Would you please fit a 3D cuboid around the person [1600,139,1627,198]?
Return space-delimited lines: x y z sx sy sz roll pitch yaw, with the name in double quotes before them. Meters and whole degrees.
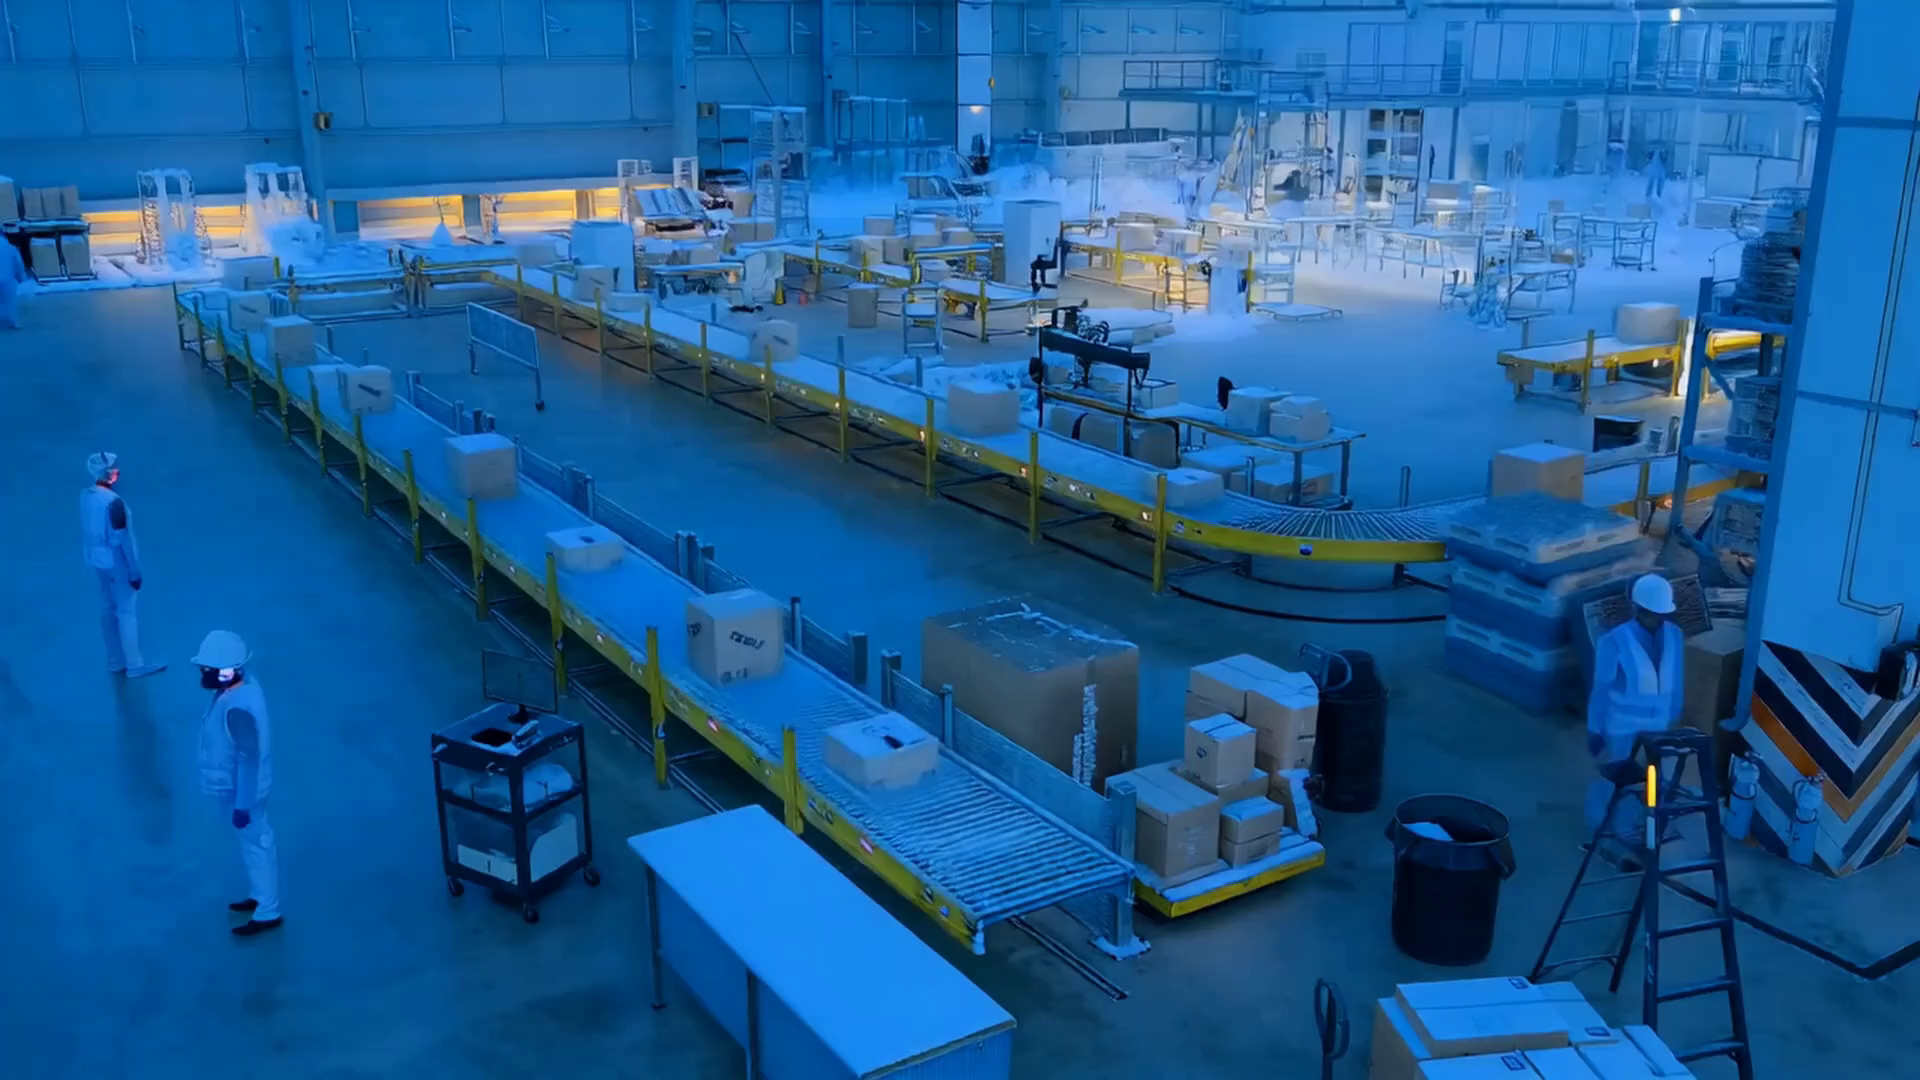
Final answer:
"person" 21.380 -12.084 54.124 0.987 1.873 0.601 14 22 38

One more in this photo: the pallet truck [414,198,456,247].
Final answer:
"pallet truck" -13.250 -8.060 41.856 0.680 1.201 1.601 -10 20 -31

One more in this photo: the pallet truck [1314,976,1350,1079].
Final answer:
"pallet truck" 2.299 2.390 7.086 1.601 1.201 0.680 -2 17 -7

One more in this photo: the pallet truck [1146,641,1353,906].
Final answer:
"pallet truck" 1.664 1.407 10.232 1.630 1.274 0.653 -10 20 -31

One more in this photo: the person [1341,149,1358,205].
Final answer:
"person" 11.954 -11.102 51.081 0.521 1.759 0.347 10 19 30

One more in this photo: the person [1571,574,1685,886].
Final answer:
"person" 4.110 1.090 10.229 0.614 1.919 0.851 -6 18 -19

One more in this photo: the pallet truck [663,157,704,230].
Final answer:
"pallet truck" -7.586 -9.308 44.692 0.823 1.965 1.885 -11 20 -33

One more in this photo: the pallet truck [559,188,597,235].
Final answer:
"pallet truck" -10.010 -8.652 43.699 0.653 1.274 1.630 -10 20 -31

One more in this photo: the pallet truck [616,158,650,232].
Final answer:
"pallet truck" -8.918 -9.176 44.255 0.823 1.965 1.885 -9 19 -27

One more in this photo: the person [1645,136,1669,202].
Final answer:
"person" 22.147 -11.794 52.892 0.672 2.000 0.536 8 19 26

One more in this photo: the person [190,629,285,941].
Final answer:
"person" -4.088 1.371 9.433 0.403 1.837 0.588 -7 18 -22

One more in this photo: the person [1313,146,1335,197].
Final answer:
"person" 11.113 -11.061 50.762 0.603 1.856 0.537 -3 17 -10

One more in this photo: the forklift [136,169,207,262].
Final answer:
"forklift" -17.842 -7.318 37.559 1.157 1.987 2.680 -10 20 -31

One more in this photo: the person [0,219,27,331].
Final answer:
"person" -16.882 -4.652 29.254 0.669 1.967 0.639 4 17 14

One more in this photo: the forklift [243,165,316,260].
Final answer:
"forklift" -15.898 -7.669 38.708 1.157 1.987 2.680 -11 20 -33

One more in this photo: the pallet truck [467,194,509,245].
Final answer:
"pallet truck" -11.983 -8.177 42.137 0.704 1.261 1.522 -11 20 -33

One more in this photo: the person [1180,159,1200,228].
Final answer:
"person" 6.286 -9.441 45.374 0.507 1.859 0.374 -5 17 -15

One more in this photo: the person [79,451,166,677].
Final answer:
"person" -6.777 0.197 13.322 0.566 1.846 0.389 11 20 33
